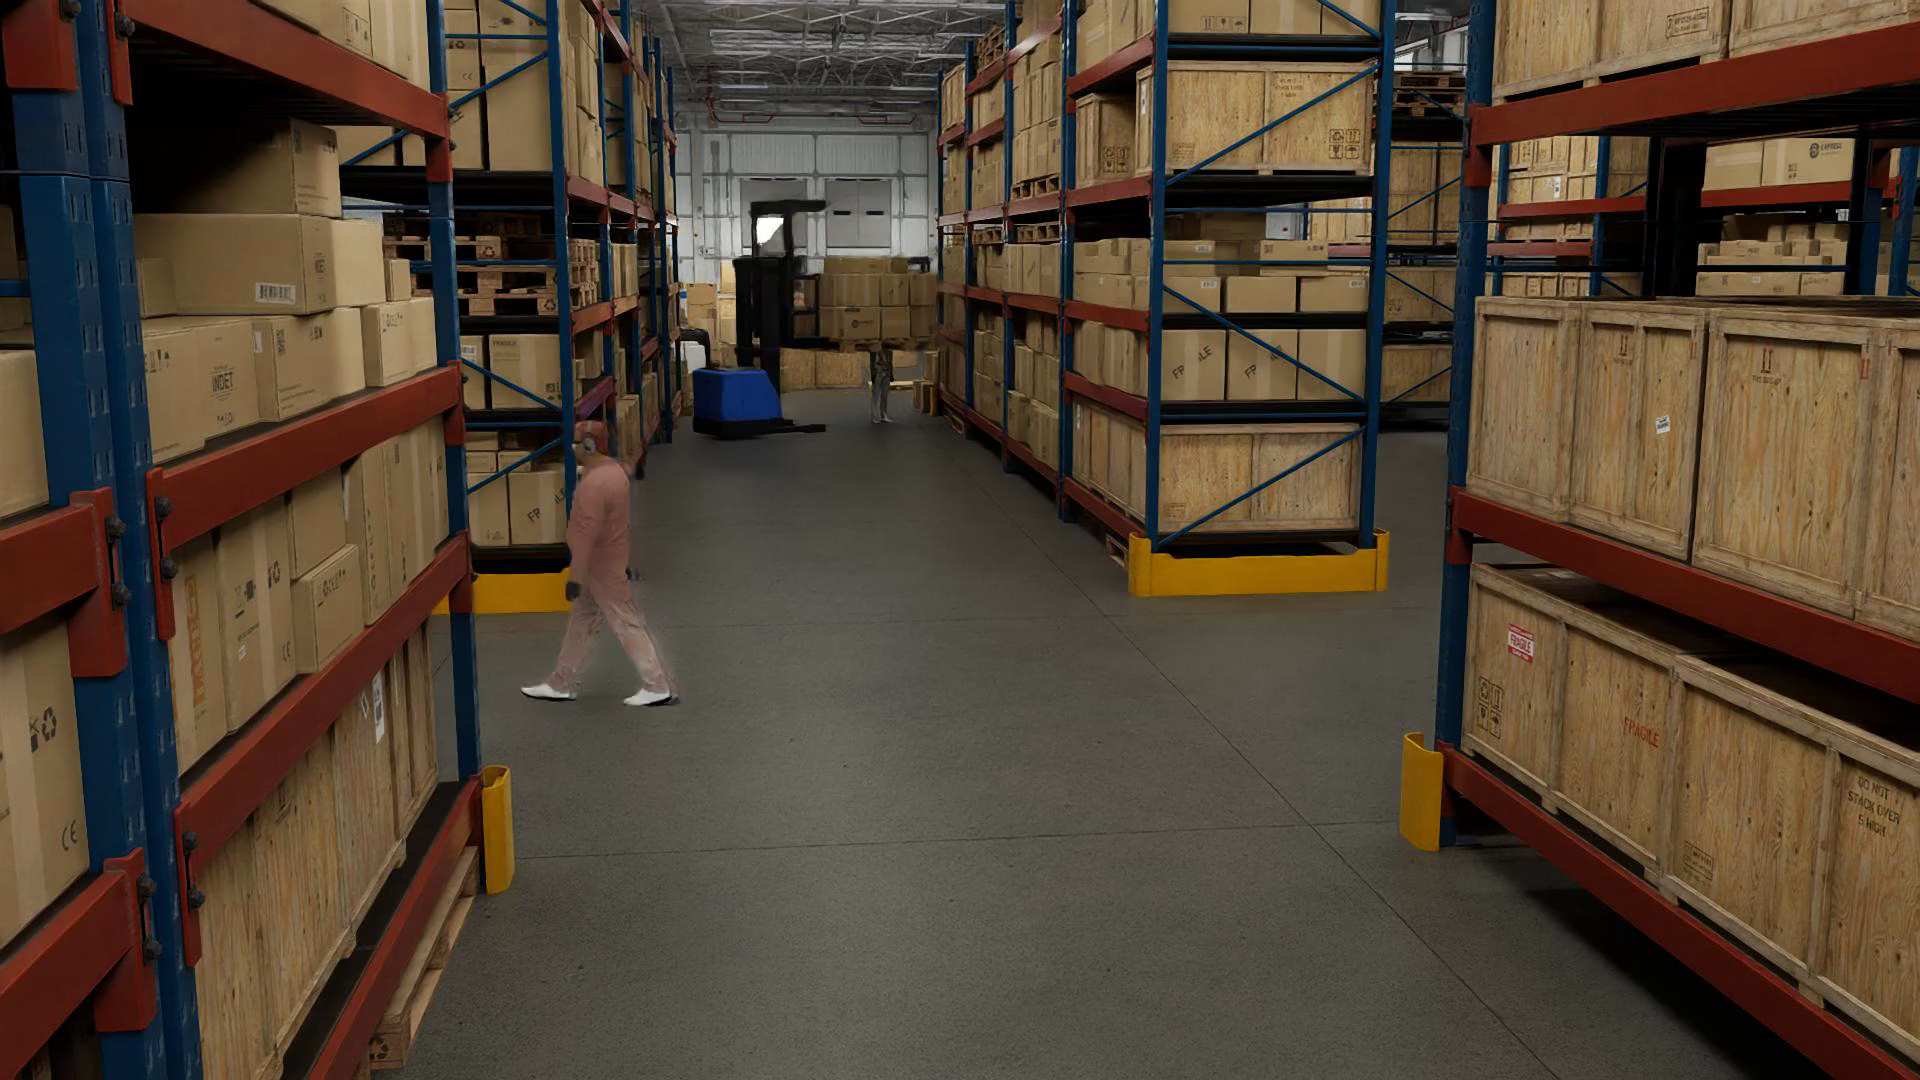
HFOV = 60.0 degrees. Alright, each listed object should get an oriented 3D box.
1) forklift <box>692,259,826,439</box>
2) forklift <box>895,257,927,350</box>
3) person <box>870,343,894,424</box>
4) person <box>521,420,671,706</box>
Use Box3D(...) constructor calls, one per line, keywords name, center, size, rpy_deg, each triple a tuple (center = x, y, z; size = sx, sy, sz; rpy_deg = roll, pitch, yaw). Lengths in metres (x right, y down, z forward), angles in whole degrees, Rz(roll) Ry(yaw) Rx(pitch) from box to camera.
Box3D(name="forklift", center=(-3.247, -3.079, 26.490), size=(1.873, 2.768, 1.129), rpy_deg=(-7, 12, -37))
Box3D(name="forklift", center=(-1.494, -7.211, 50.544), size=(1.129, 2.768, 1.873), rpy_deg=(1, 10, 7))
Box3D(name="person", center=(-1.346, -2.823, 28.608), size=(0.311, 1.638, 0.521), rpy_deg=(9, 13, 43))
Box3D(name="person", center=(-2.320, 0.159, 10.624), size=(0.991, 1.853, 0.666), rpy_deg=(0, 10, -2))
